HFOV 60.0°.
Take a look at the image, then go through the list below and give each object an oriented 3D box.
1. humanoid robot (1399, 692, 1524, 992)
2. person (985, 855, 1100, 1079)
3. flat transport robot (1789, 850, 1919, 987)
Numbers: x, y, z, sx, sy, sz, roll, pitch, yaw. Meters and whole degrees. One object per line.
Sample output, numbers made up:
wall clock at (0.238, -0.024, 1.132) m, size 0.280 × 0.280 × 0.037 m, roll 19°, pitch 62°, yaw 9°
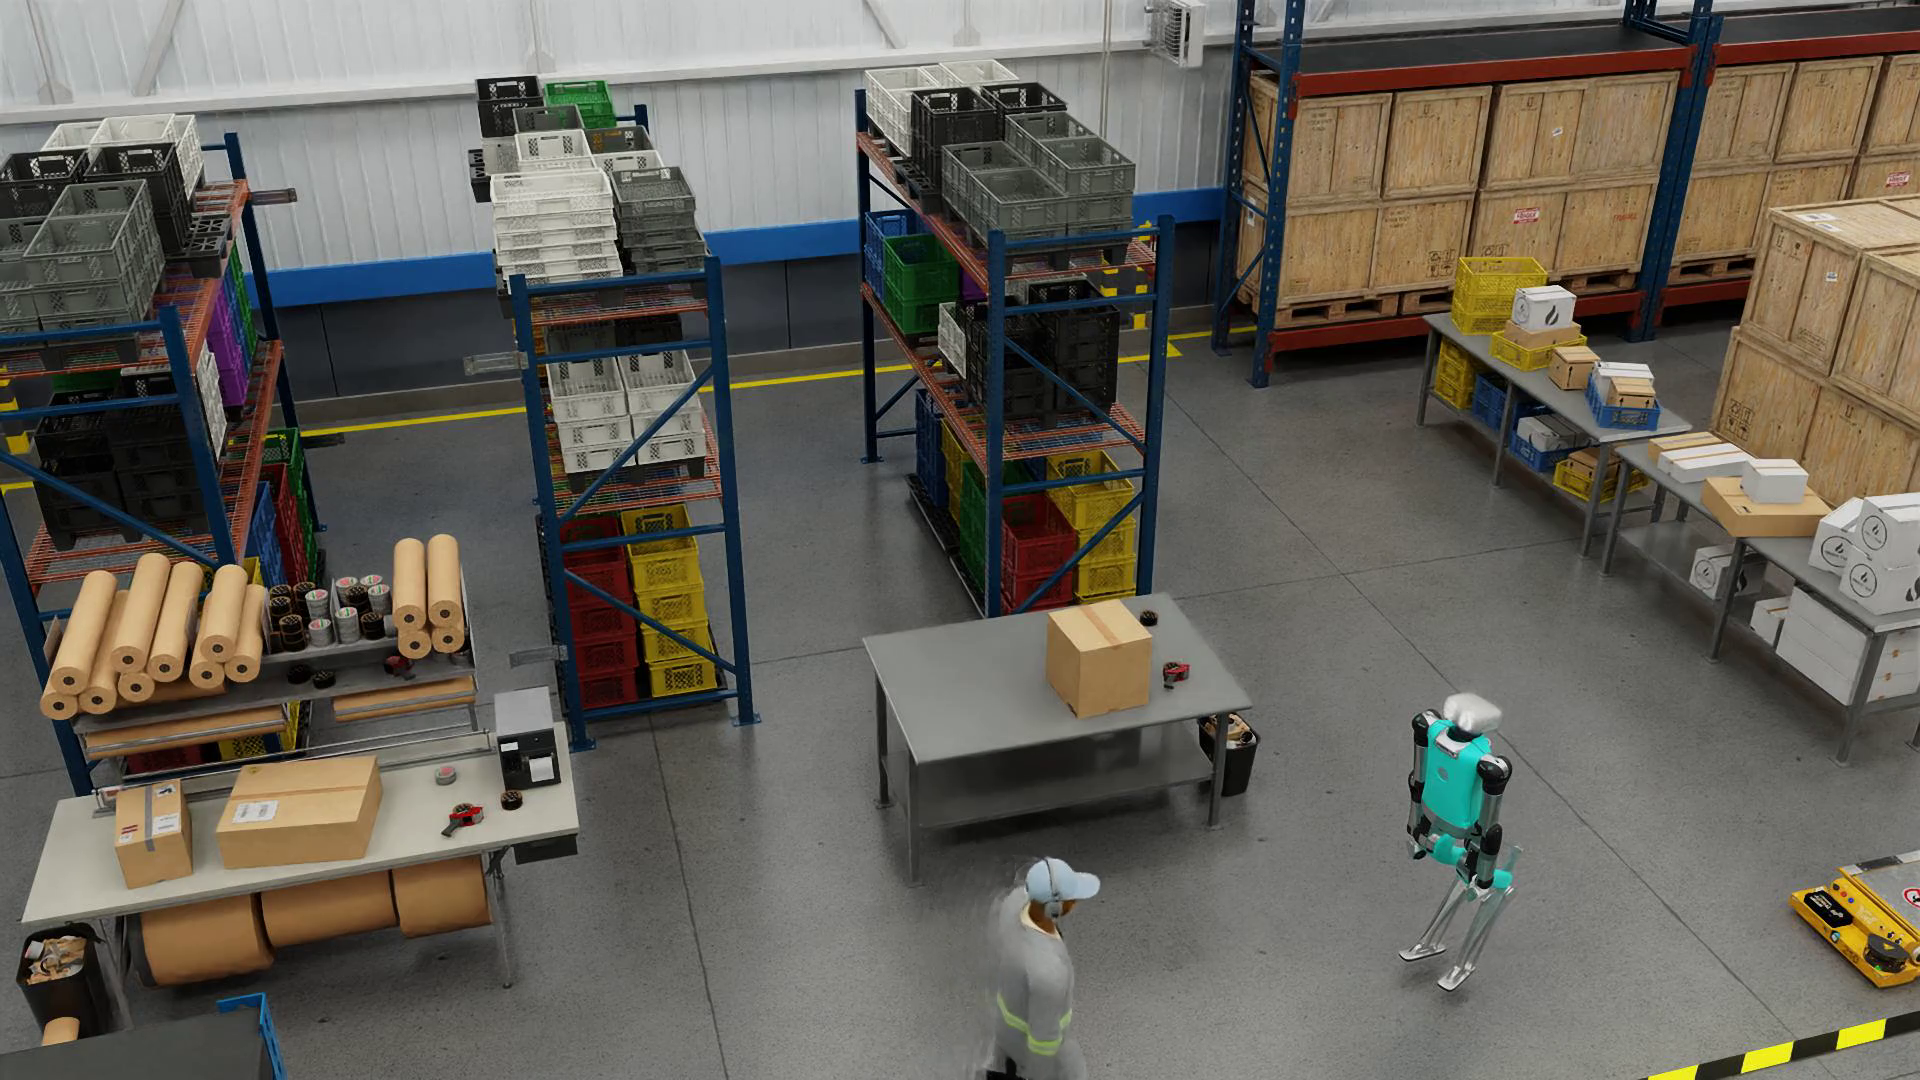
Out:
humanoid robot at (2.483, 1.392, 7.962) m, size 0.735 × 1.681 × 0.533 m, roll -17°, pitch 33°, yaw -28°
person at (0.338, 2.022, 6.887) m, size 0.961 × 1.797 × 0.609 m, roll -8°, pitch 30°, yaw -14°
flat transport robot at (5.163, 1.916, 8.676) m, size 1.431 × 0.231 × 0.659 m, roll -8°, pitch 30°, yaw -14°
